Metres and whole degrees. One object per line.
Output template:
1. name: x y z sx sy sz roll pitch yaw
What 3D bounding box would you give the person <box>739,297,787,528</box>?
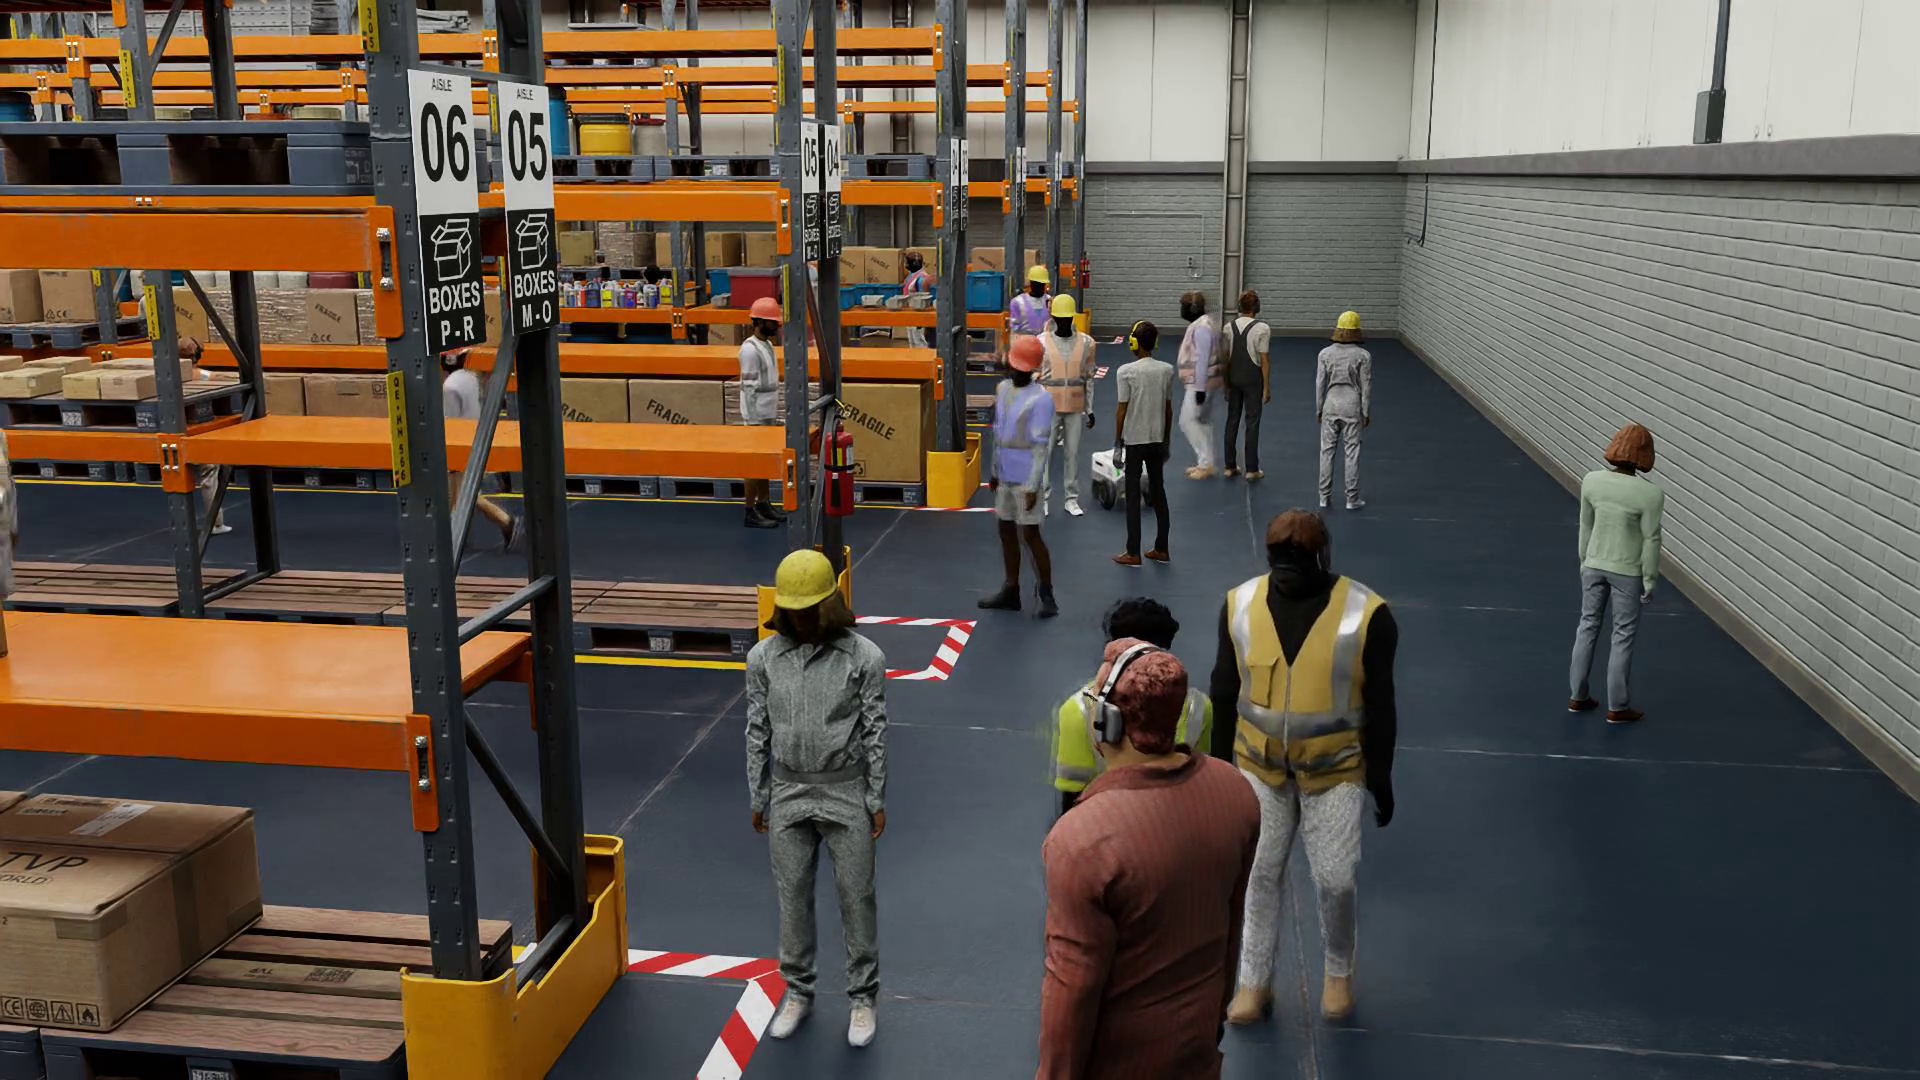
1. person: -1.638 -1.062 13.930 0.386 1.929 0.543 3 13 13

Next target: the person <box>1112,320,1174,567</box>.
1. person: 1.389 -0.727 12.584 0.503 1.859 0.337 -6 14 -27

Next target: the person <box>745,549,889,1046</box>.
1. person: -0.488 0.872 5.641 0.490 1.733 0.317 2 13 7

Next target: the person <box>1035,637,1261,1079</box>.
1. person: 0.398 1.161 3.933 0.639 1.911 0.406 -11 17 -40

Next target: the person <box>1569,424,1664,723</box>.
1. person: 3.559 0.181 9.004 0.283 1.625 0.493 -8 15 -34

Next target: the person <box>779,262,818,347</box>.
1. person: -2.315 -3.219 23.403 0.679 2.000 0.535 -8 15 -32

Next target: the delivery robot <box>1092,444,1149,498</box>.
1. delivery robot: 1.445 -0.641 14.934 0.477 0.478 0.707 -3 13 -14

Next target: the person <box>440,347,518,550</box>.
1. person: -3.833 -0.747 12.944 0.689 1.727 0.570 0 12 -1

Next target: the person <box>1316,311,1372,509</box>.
1. person: 3.403 -1.152 14.748 0.491 1.743 0.324 7 14 29

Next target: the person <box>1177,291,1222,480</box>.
1. person: 2.321 -1.501 16.187 0.437 1.815 0.646 1 13 5

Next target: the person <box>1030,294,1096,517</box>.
1. person: 0.886 -1.152 14.330 0.592 1.925 0.385 -2 13 -9

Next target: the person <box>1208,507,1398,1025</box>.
1. person: 1.179 0.787 5.788 0.668 1.841 0.429 6 14 26

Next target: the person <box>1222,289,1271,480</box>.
1. person: 2.770 -1.498 16.105 0.504 1.839 0.348 10 16 37

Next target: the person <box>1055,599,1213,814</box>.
1. person: 0.533 0.963 5.371 0.537 1.672 0.750 -2 13 -10

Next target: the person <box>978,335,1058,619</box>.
1. person: 0.426 -0.419 11.098 0.404 1.898 0.662 -8 15 -31

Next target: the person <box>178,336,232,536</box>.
1. person: -6.266 -0.844 13.623 0.513 1.630 0.317 1 13 7

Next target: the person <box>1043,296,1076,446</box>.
1. person: 1.081 -1.853 18.178 0.313 1.627 0.527 -9 16 -36

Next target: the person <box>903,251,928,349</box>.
1. person: -0.640 -3.171 23.643 0.429 1.844 0.624 -4 13 -18

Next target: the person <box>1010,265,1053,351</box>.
1. person: 0.855 -2.162 18.930 0.599 1.916 0.398 -5 13 -20
